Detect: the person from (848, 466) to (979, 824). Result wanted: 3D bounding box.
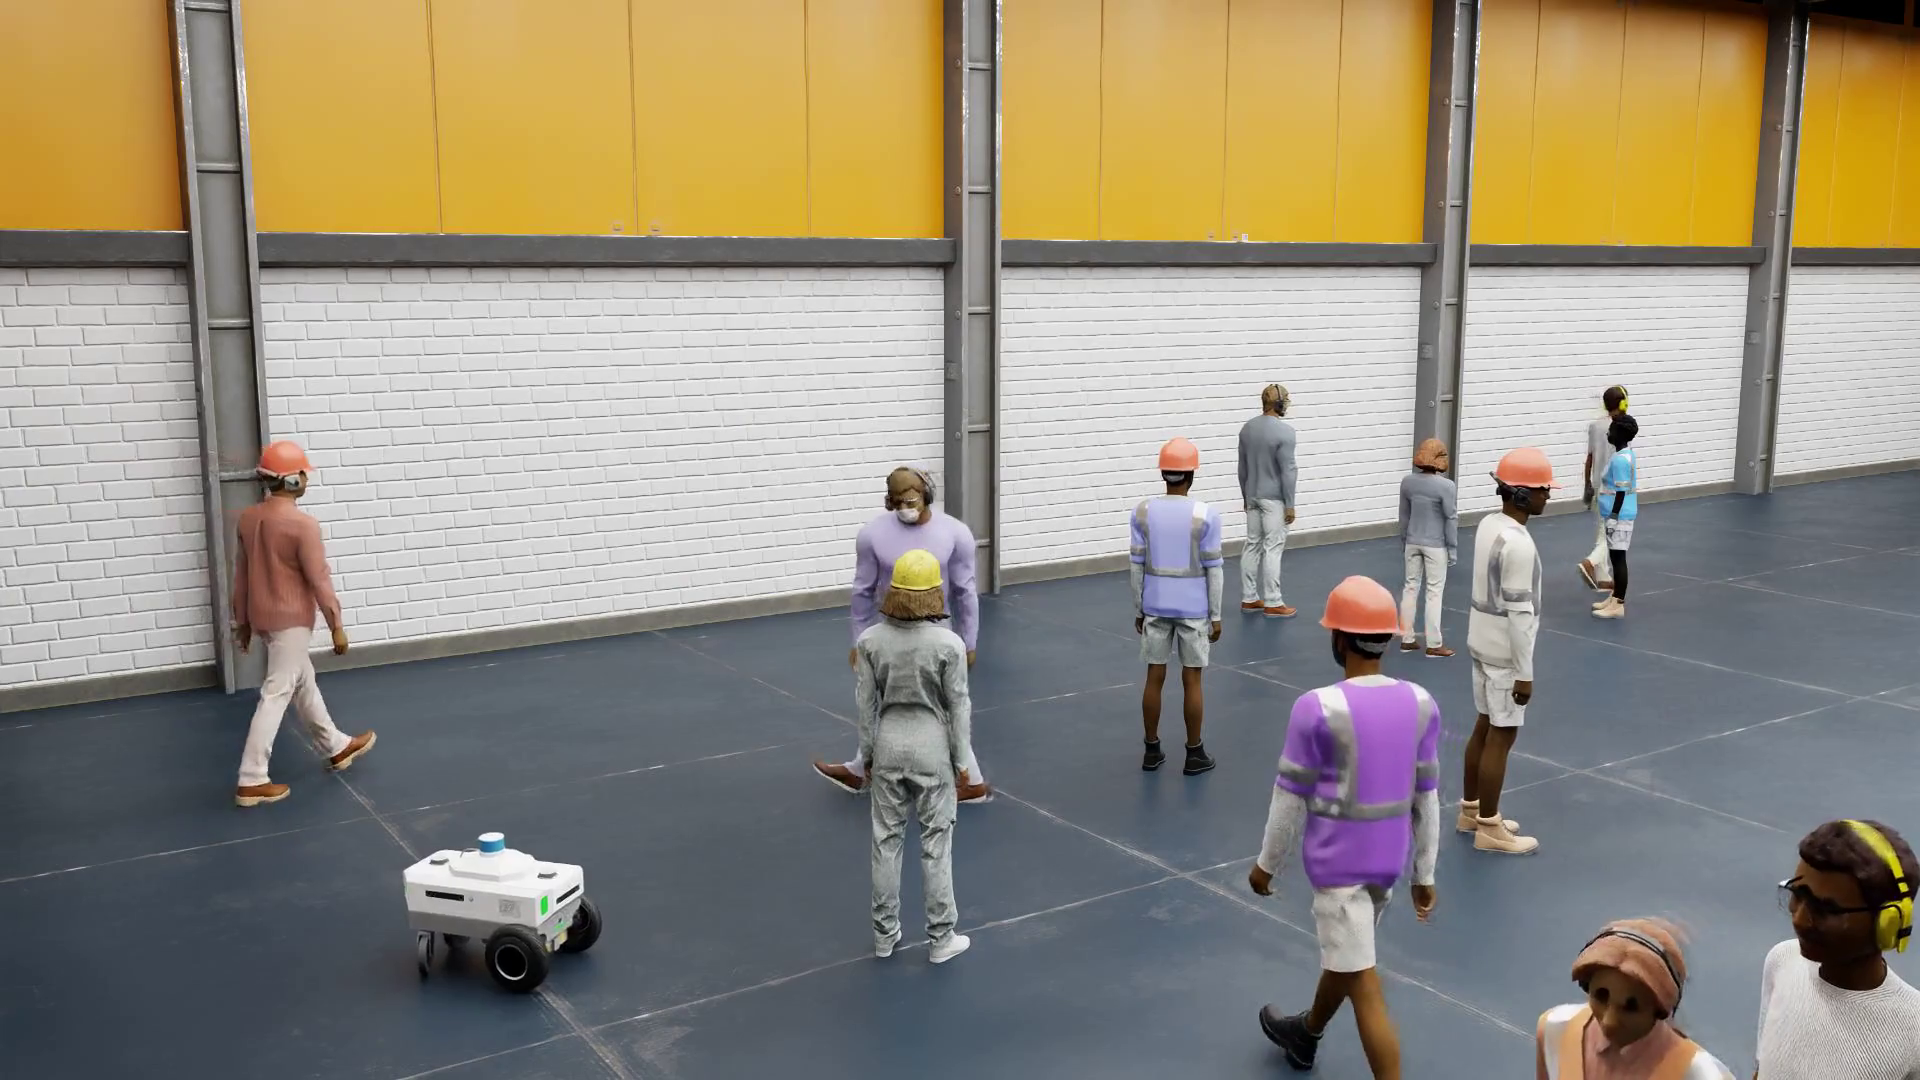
[{"bbox_3d":[-0.232,0.508,8.888,0.675,1.904,0.773,1,9,5],"label":"person"}]

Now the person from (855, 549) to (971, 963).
[{"bbox_3d":[-0.185,0.900,6.978,0.493,1.743,0.299,3,10,18],"label":"person"}]

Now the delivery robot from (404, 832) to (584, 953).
[{"bbox_3d":[-1.935,1.459,6.901,0.707,0.478,0.477,3,10,18],"label":"delivery robot"}]

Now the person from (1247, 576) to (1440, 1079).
[{"bbox_3d":[1.300,1.058,5.619,0.553,1.884,1.006,-5,11,-27],"label":"person"}]

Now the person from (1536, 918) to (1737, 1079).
[{"bbox_3d":[1.362,1.556,3.471,0.830,1.594,0.511,-7,11,-34],"label":"person"}]

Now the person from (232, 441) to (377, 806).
[{"bbox_3d":[-3.662,0.430,9.189,0.643,1.944,1.027,6,11,33],"label":"person"}]

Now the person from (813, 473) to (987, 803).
[{"bbox_3d":[-0.316,0.533,8.978,0.994,1.812,0.518,0,9,2],"label":"person"}]

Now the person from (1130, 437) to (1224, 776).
[{"bbox_3d":[1.241,0.380,9.516,0.545,1.942,0.349,4,10,23],"label":"person"}]

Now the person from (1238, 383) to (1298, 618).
[{"bbox_3d":[2.554,-0.328,13.789,0.366,1.938,0.630,-5,11,-30],"label":"person"}]

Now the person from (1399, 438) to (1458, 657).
[{"bbox_3d":[3.489,0.056,12.394,0.280,1.633,0.500,-7,12,-37],"label":"person"}]

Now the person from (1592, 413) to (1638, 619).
[{"bbox_3d":[5.427,-0.202,13.749,0.318,1.700,0.535,4,10,22],"label":"person"}]

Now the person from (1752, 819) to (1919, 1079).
[{"bbox_3d":[1.692,1.452,3.306,0.328,1.862,0.511,-3,10,-16],"label":"person"}]

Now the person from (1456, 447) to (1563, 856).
[{"bbox_3d":[2.723,0.551,8.230,0.393,2.038,0.606,0,9,3],"label":"person"}]

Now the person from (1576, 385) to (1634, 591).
[{"bbox_3d":[5.715,-0.437,14.699,0.531,1.853,0.545,-4,10,-24],"label":"person"}]
